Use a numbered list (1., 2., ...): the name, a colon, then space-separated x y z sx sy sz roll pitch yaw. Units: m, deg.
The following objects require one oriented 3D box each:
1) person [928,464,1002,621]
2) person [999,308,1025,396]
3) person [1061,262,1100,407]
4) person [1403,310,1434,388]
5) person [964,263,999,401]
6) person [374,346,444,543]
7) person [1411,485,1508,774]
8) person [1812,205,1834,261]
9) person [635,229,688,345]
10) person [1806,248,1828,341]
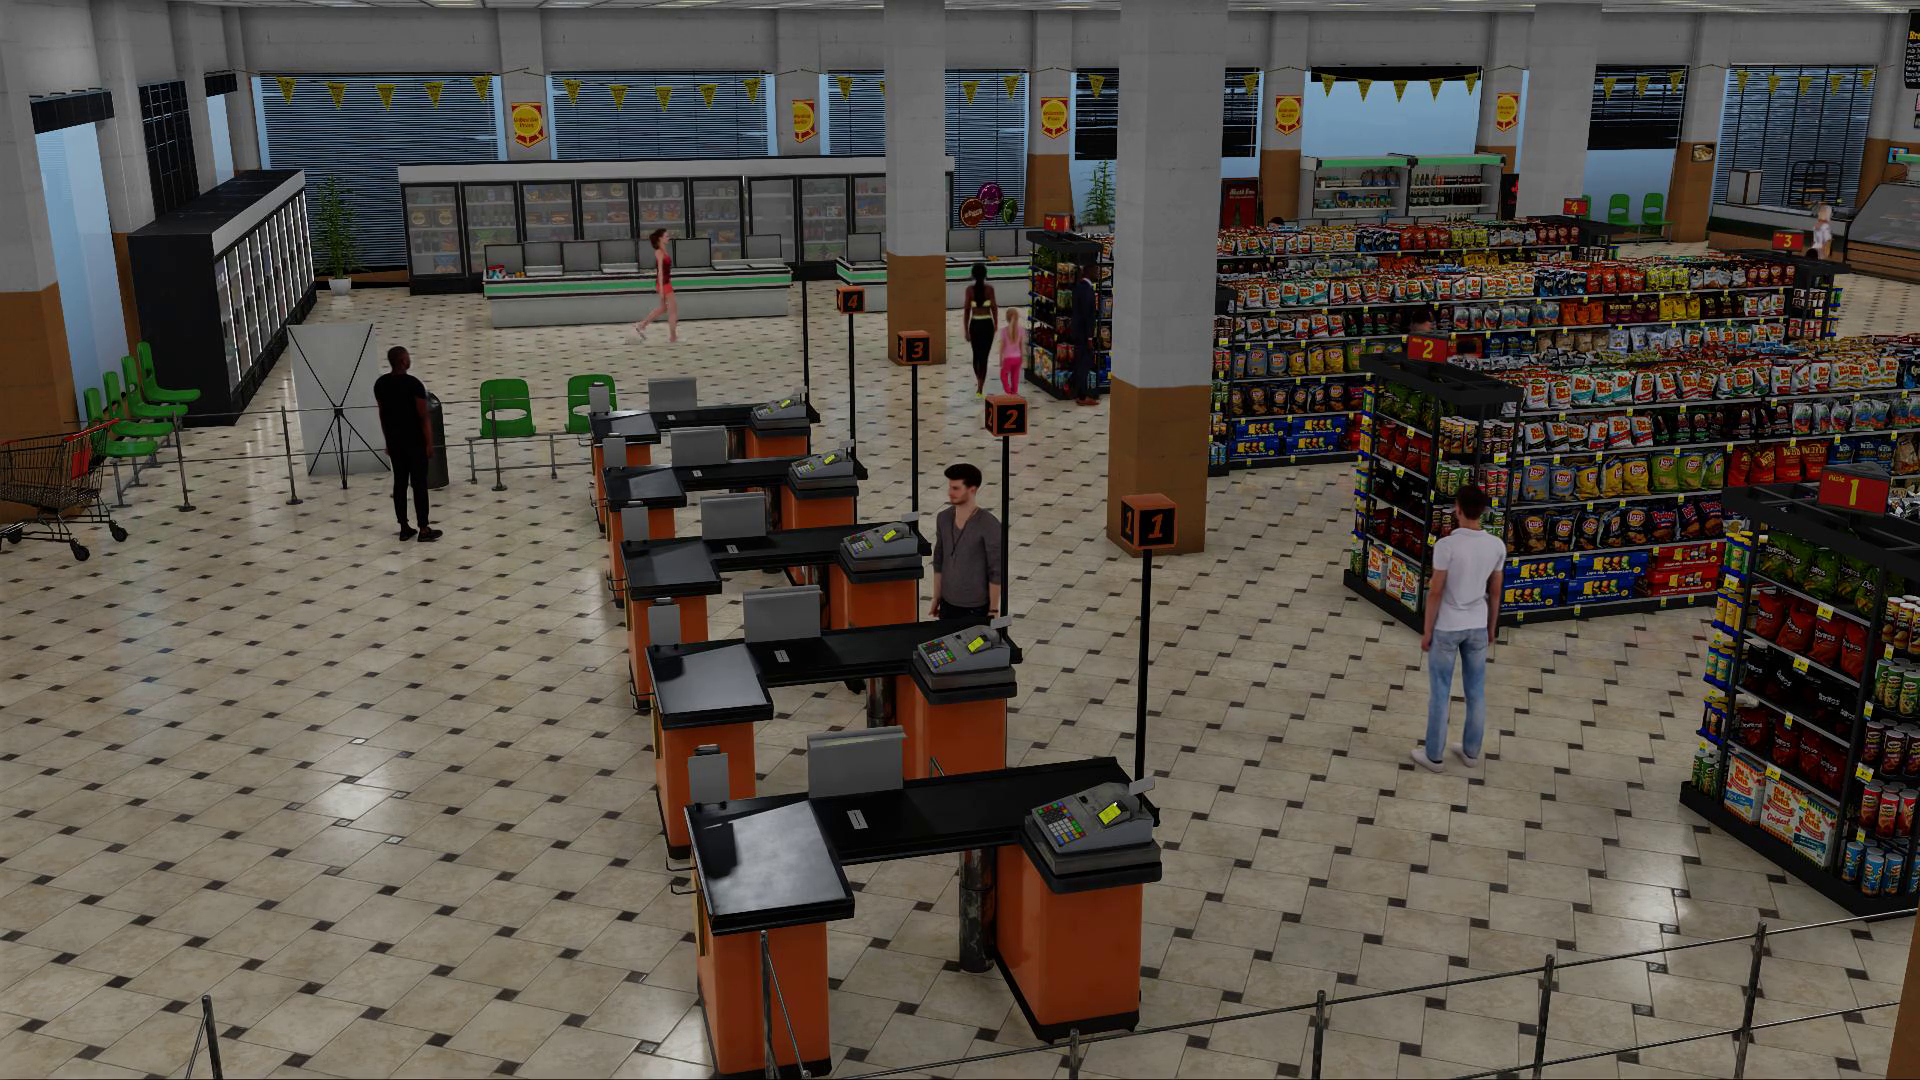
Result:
1. person: 0.053 0.413 10.925 0.774 1.903 0.790 13 21 36
2. person: 0.672 -2.276 20.877 0.571 1.266 0.563 -6 18 -18
3. person: 1.485 -2.589 20.970 0.773 1.810 0.783 -1 17 -4
4. person: 4.502 -1.316 16.528 0.763 1.954 0.793 3 17 10
5. person: 0.262 -2.621 21.270 1.182 1.697 0.974 3 17 10
6. person: -5.113 -0.888 15.355 0.698 1.819 0.813 5 18 16
7. person: 3.169 0.564 10.519 0.459 1.851 0.694 -4 17 -14
8. person: 14.708 -4.869 28.599 0.822 1.740 0.666 -1 17 -2
9. person: -4.567 -3.827 25.181 0.977 1.731 0.565 -4 17 -12
10. person: 11.333 -2.986 22.322 0.986 1.784 1.129 14 22 39
